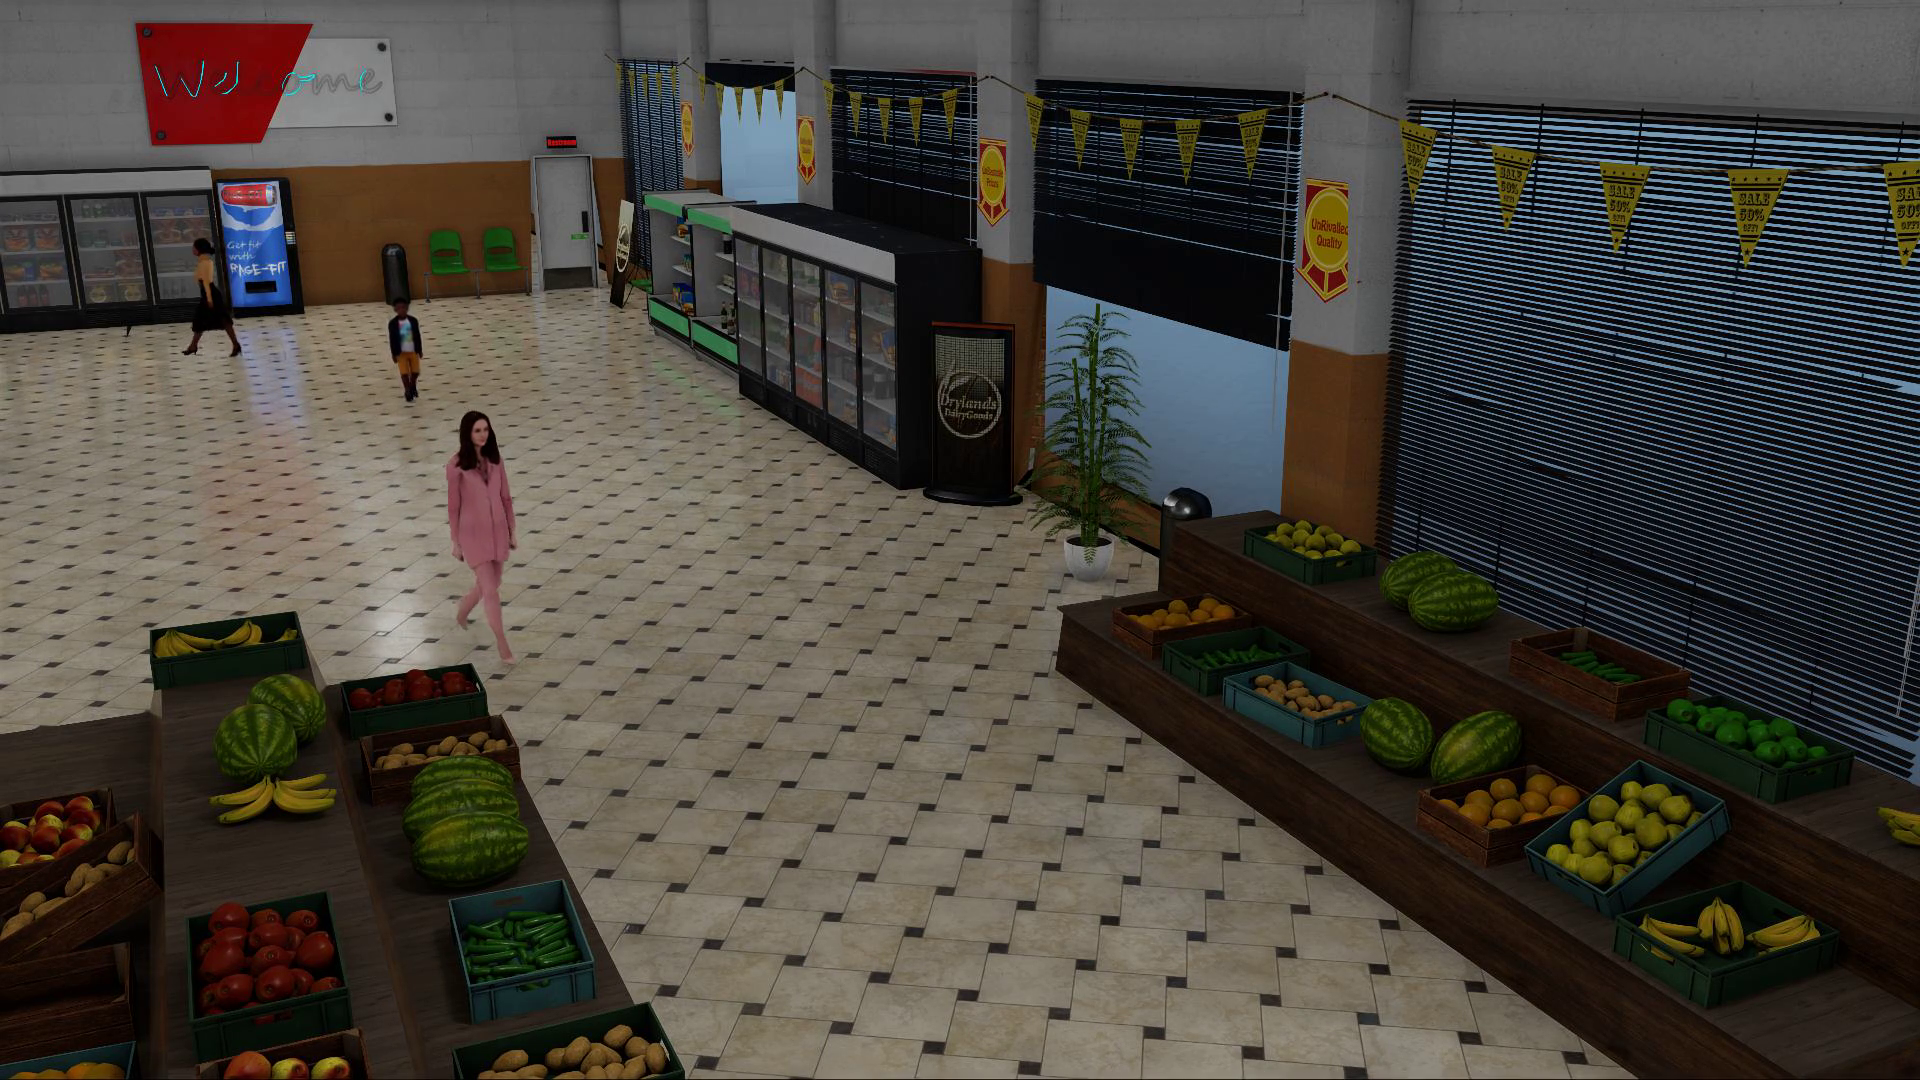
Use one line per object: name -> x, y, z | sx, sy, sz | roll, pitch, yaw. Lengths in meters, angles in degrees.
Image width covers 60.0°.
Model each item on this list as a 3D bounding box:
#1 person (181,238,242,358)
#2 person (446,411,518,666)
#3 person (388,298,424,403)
person -> -10.076, -3.237, 22.551 | 0.900, 1.613, 1.030 | -1, 17, -3
person -> -3.395, -0.028, 11.703 | 0.874, 1.775, 1.168 | -16, 23, -42
person -> -6.697, -2.306, 20.090 | 0.534, 1.262, 0.595 | -9, 19, -27
